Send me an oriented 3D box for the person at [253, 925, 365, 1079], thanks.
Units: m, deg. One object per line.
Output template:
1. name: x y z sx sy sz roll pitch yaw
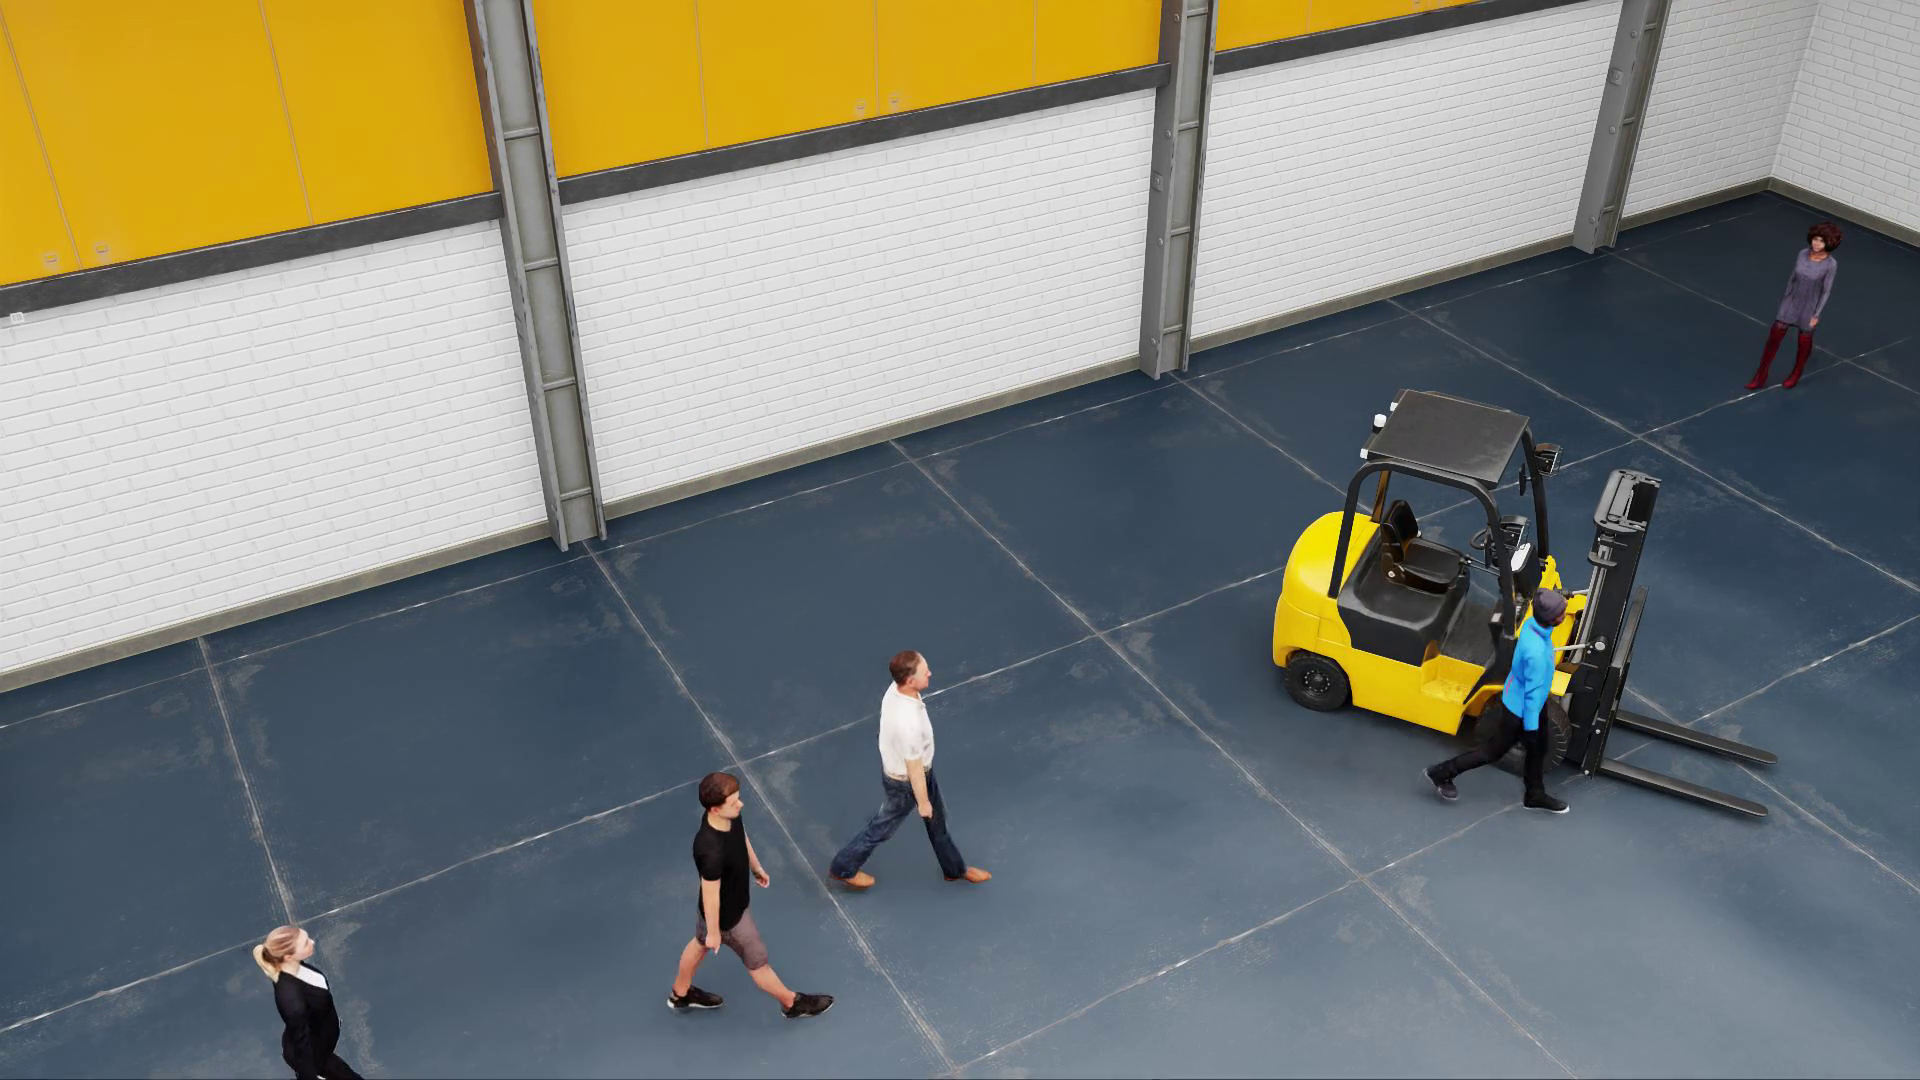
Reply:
1. person: -3.362 2.623 8.414 0.845 1.683 0.655 -16 37 -23

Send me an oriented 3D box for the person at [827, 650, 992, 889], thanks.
1. person: -0.429 1.453 10.060 1.356 1.808 1.113 0 34 0

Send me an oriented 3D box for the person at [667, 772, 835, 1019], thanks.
1. person: -1.383 2.003 9.227 1.307 1.814 1.083 0 34 0

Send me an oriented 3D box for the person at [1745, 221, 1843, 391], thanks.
1. person: 7.994 -2.201 15.667 0.878 1.686 0.635 -21 39 -28

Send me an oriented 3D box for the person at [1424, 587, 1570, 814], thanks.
1. person: 3.520 1.056 10.702 1.188 1.759 1.164 11 35 15
